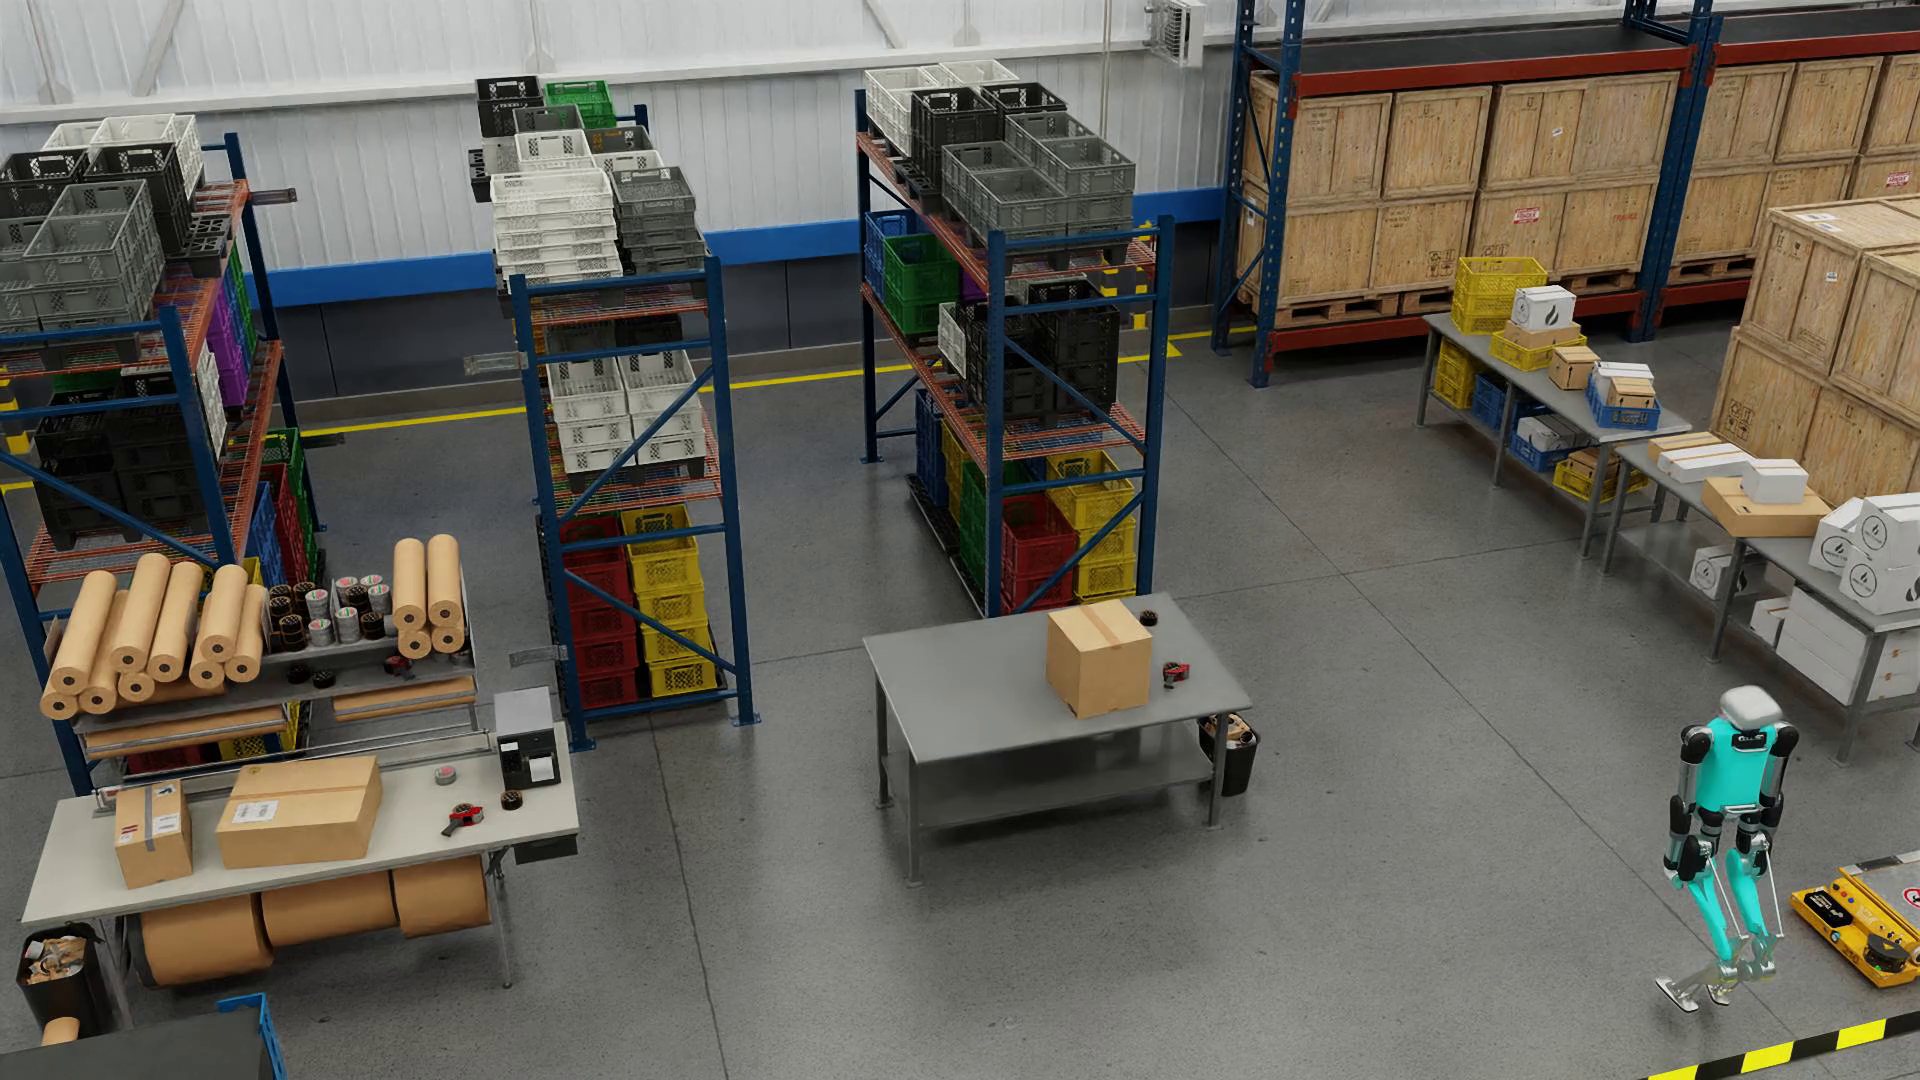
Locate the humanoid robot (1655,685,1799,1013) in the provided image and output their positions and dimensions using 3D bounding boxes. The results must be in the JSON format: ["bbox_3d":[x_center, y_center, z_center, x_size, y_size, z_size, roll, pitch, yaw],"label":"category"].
[{"bbox_3d":[3.604,1.539,7.693,0.533,1.681,0.735,-3,29,-5],"label":"humanoid robot"}]

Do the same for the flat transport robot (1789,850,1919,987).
[{"bbox_3d":[5.163,1.916,8.676,1.431,0.231,0.659,-8,30,-14],"label":"flat transport robot"}]
